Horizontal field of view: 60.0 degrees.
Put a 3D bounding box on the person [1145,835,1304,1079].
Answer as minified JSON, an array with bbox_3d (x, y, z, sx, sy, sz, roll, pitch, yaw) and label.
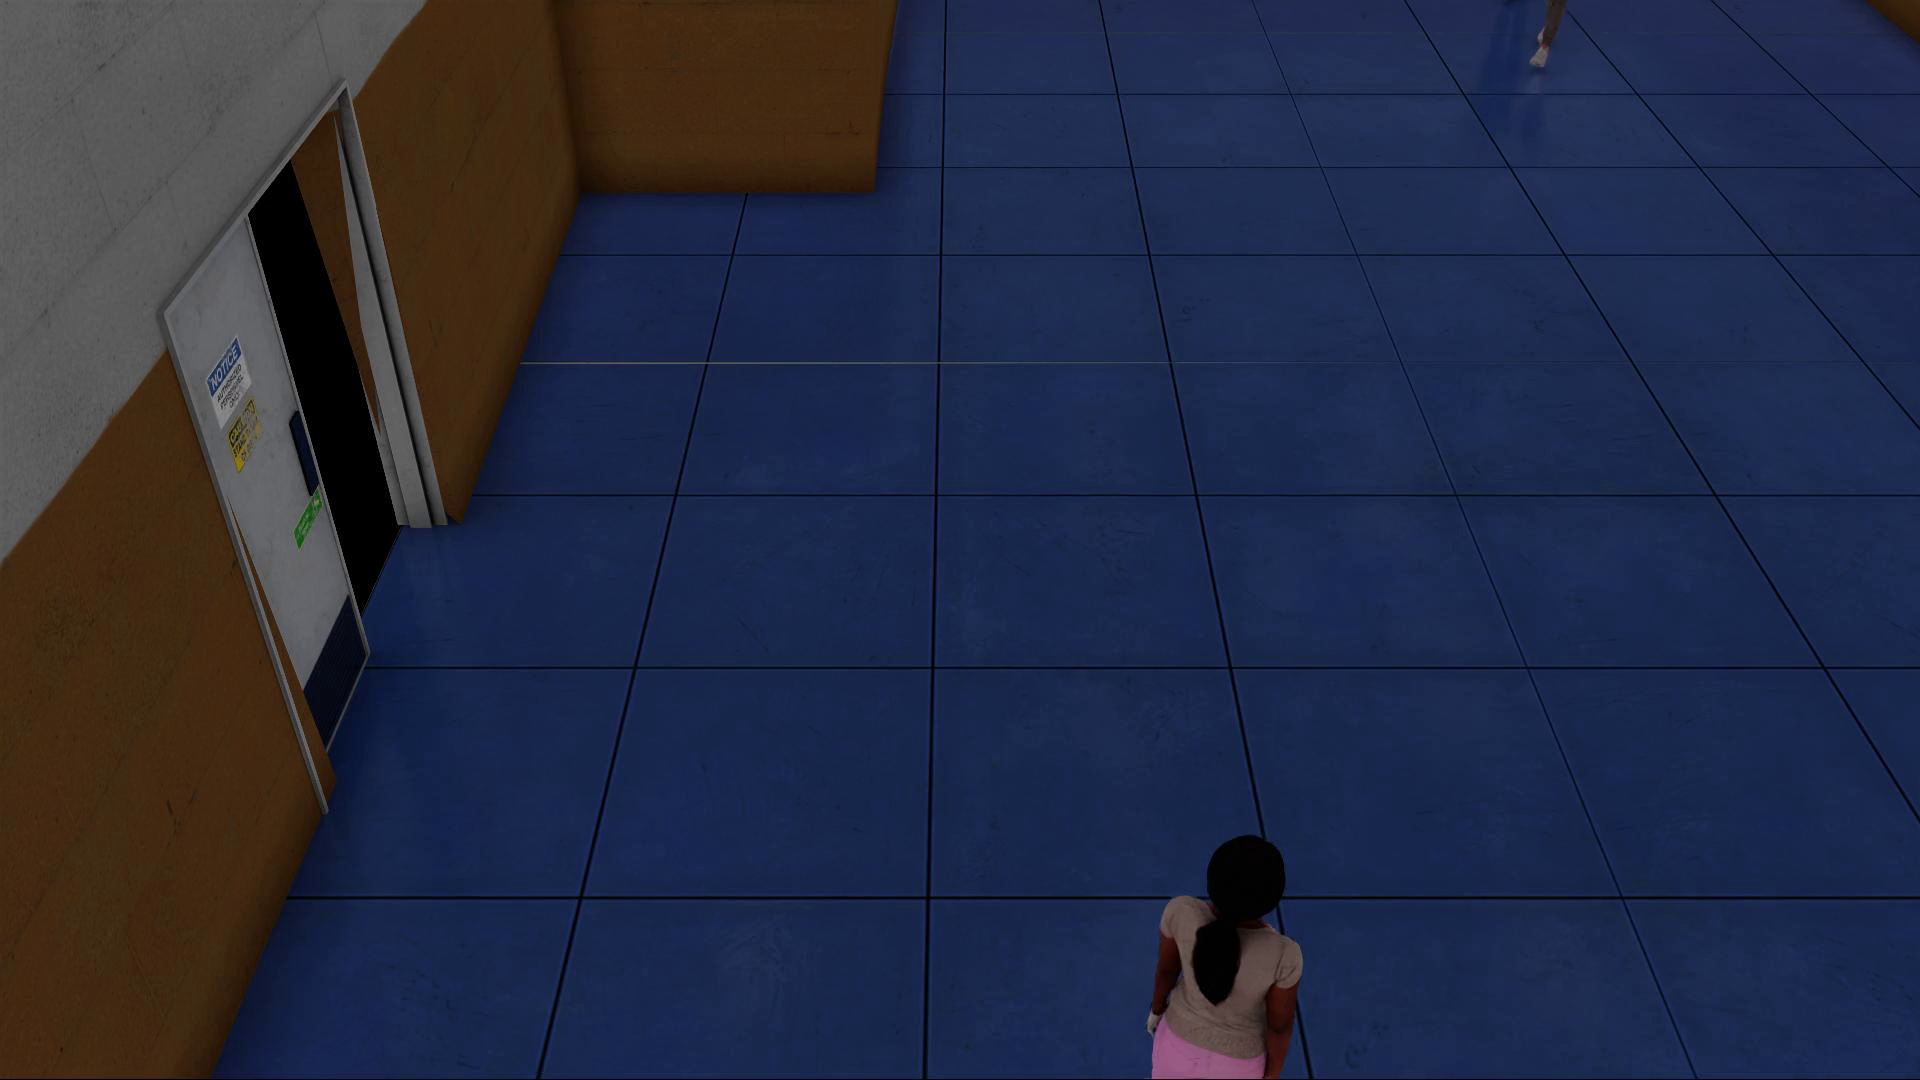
[{"bbox_3d":[0.692,1.509,4.764,0.965,1.725,0.898,17,40,21],"label":"person"}]
